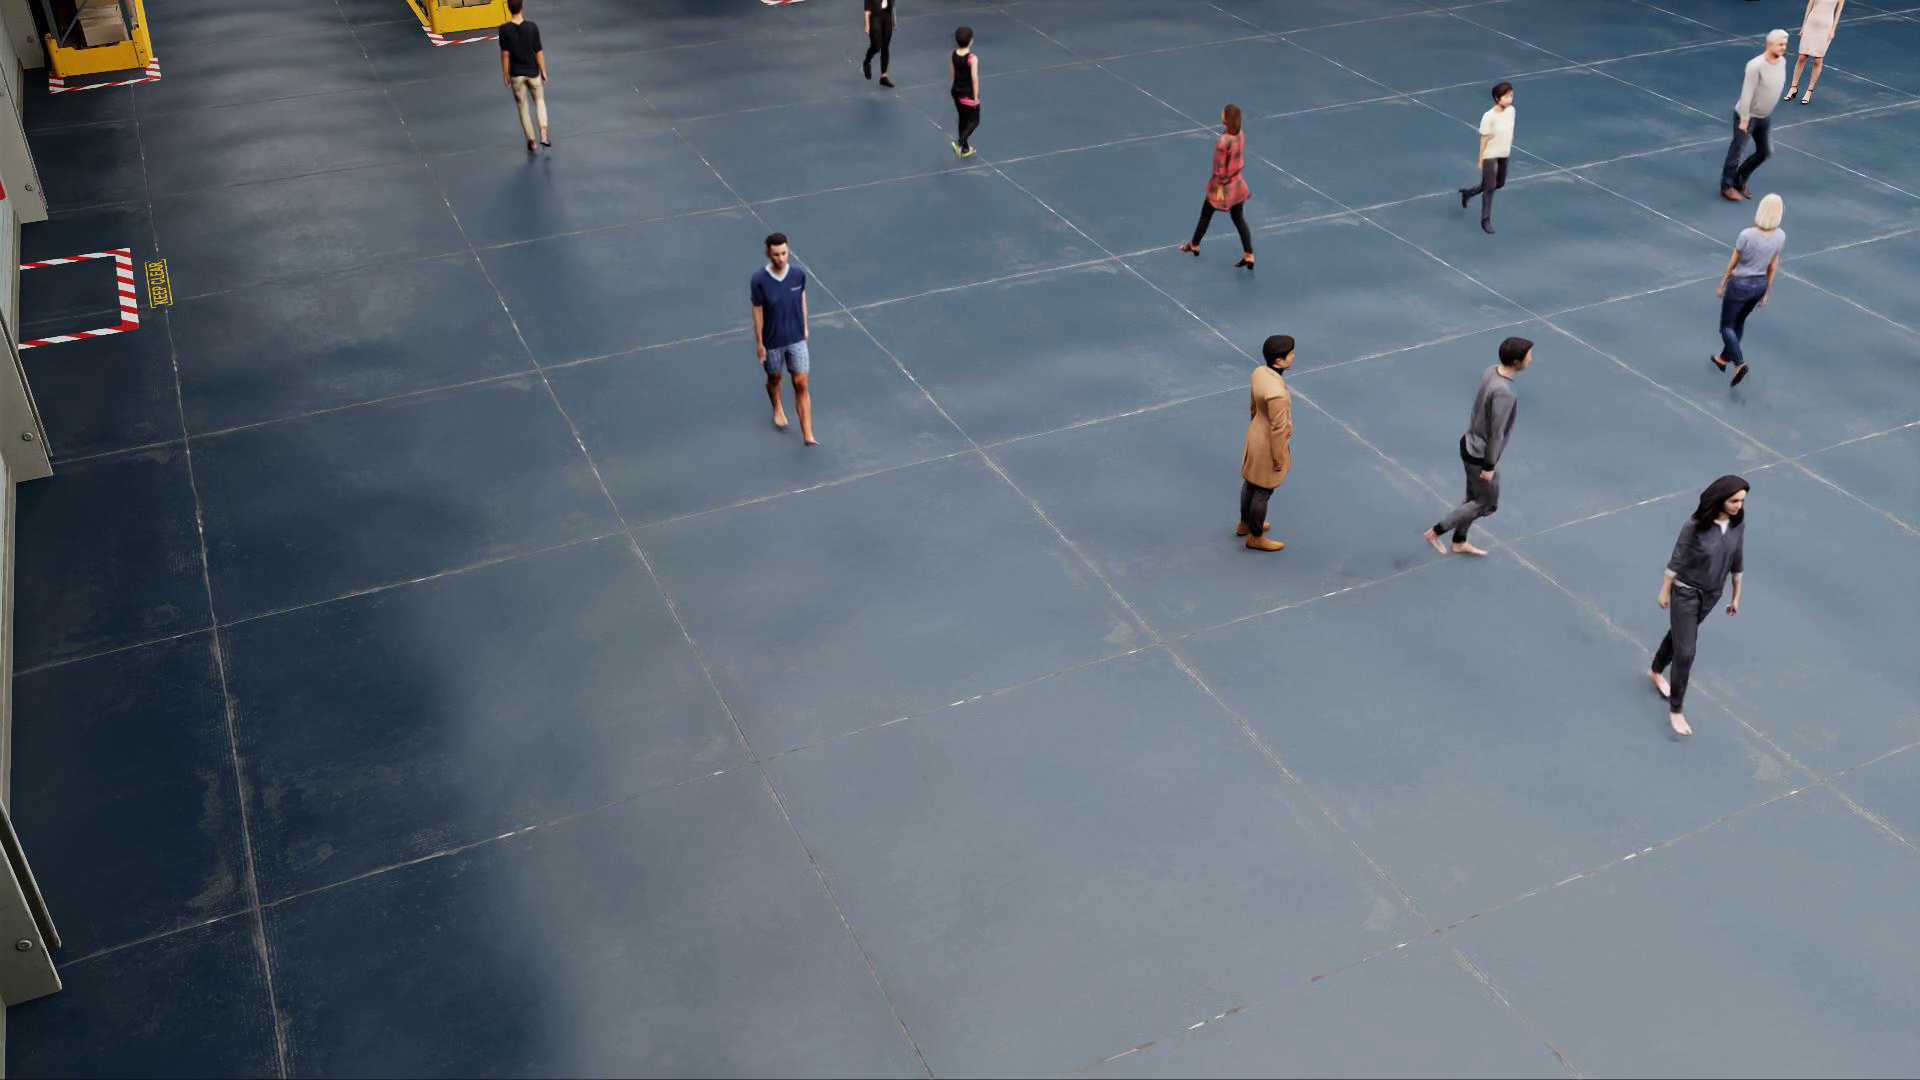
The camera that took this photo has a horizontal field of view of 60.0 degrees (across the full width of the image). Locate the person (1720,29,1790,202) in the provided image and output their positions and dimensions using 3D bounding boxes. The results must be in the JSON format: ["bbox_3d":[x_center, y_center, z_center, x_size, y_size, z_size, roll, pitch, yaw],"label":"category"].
[{"bbox_3d":[8.587,-4.643,18.140,0.734,1.892,0.651,-13,35,-20],"label":"person"}]

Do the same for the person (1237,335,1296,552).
[{"bbox_3d":[2.255,-0.733,12.279,0.761,1.726,0.635,-6,34,-9],"label":"person"}]

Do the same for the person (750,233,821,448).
[{"bbox_3d":[-1.491,-1.686,13.682,0.711,1.795,1.169,-11,35,-17],"label":"person"}]

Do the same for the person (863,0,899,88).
[{"bbox_3d":[-1.083,-6.772,21.587,0.695,1.704,0.819,-20,38,-28],"label":"person"}]

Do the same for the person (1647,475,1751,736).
[{"bbox_3d":[4.668,0.293,10.690,0.737,1.740,0.985,-7,34,-10],"label":"person"}]

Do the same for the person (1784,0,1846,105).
[{"bbox_3d":[10.824,-6.430,20.944,0.548,1.830,0.686,28,42,36],"label":"person"}]

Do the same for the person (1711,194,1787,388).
[{"bbox_3d":[6.870,-2.151,14.479,0.785,1.706,1.043,-2,33,-3],"label":"person"}]

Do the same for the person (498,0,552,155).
[{"bbox_3d":[-5.043,-5.371,19.300,0.641,1.848,0.668,-12,35,-17],"label":"person"}]

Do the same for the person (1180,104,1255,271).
[{"bbox_3d":[2.726,-3.465,16.547,1.201,1.654,0.908,27,42,35],"label":"person"}]

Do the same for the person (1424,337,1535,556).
[{"bbox_3d":[3.709,-0.637,12.043,0.954,1.824,0.889,1,33,2],"label":"person"}]

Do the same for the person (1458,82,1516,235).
[{"bbox_3d":[5.583,-4.051,17.524,0.647,1.571,0.877,-18,37,-25],"label":"person"}]

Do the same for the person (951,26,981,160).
[{"bbox_3d":[0.021,-5.145,19.237,0.819,1.538,0.792,24,40,32],"label":"person"}]
